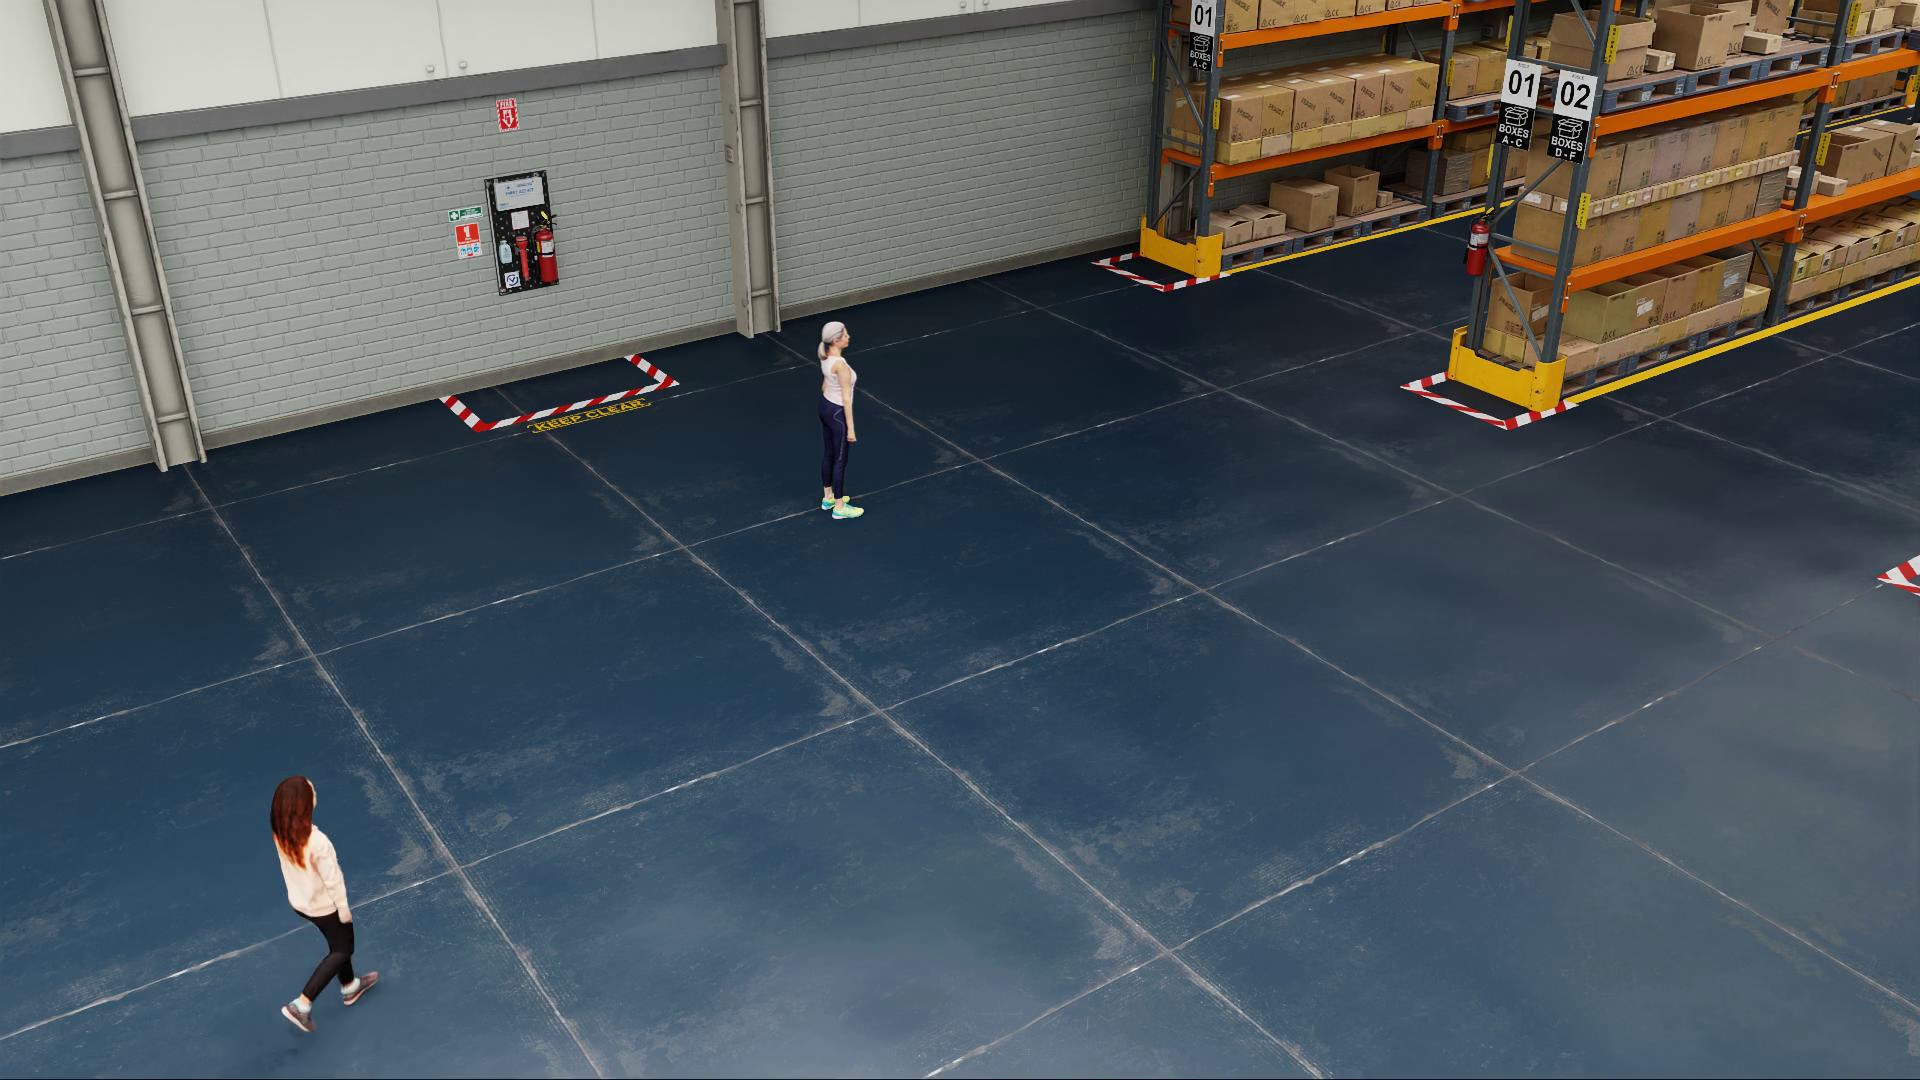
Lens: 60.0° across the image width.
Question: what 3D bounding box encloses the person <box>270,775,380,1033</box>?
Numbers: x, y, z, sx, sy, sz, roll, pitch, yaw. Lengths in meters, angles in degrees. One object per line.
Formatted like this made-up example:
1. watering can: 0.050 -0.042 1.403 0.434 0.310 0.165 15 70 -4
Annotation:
1. person: -3.330 1.887 8.531 0.742 1.465 0.907 17 32 29

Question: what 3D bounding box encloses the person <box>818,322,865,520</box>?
1. person: -1.041 -1.019 13.916 0.563 1.702 0.634 -14 30 -24
